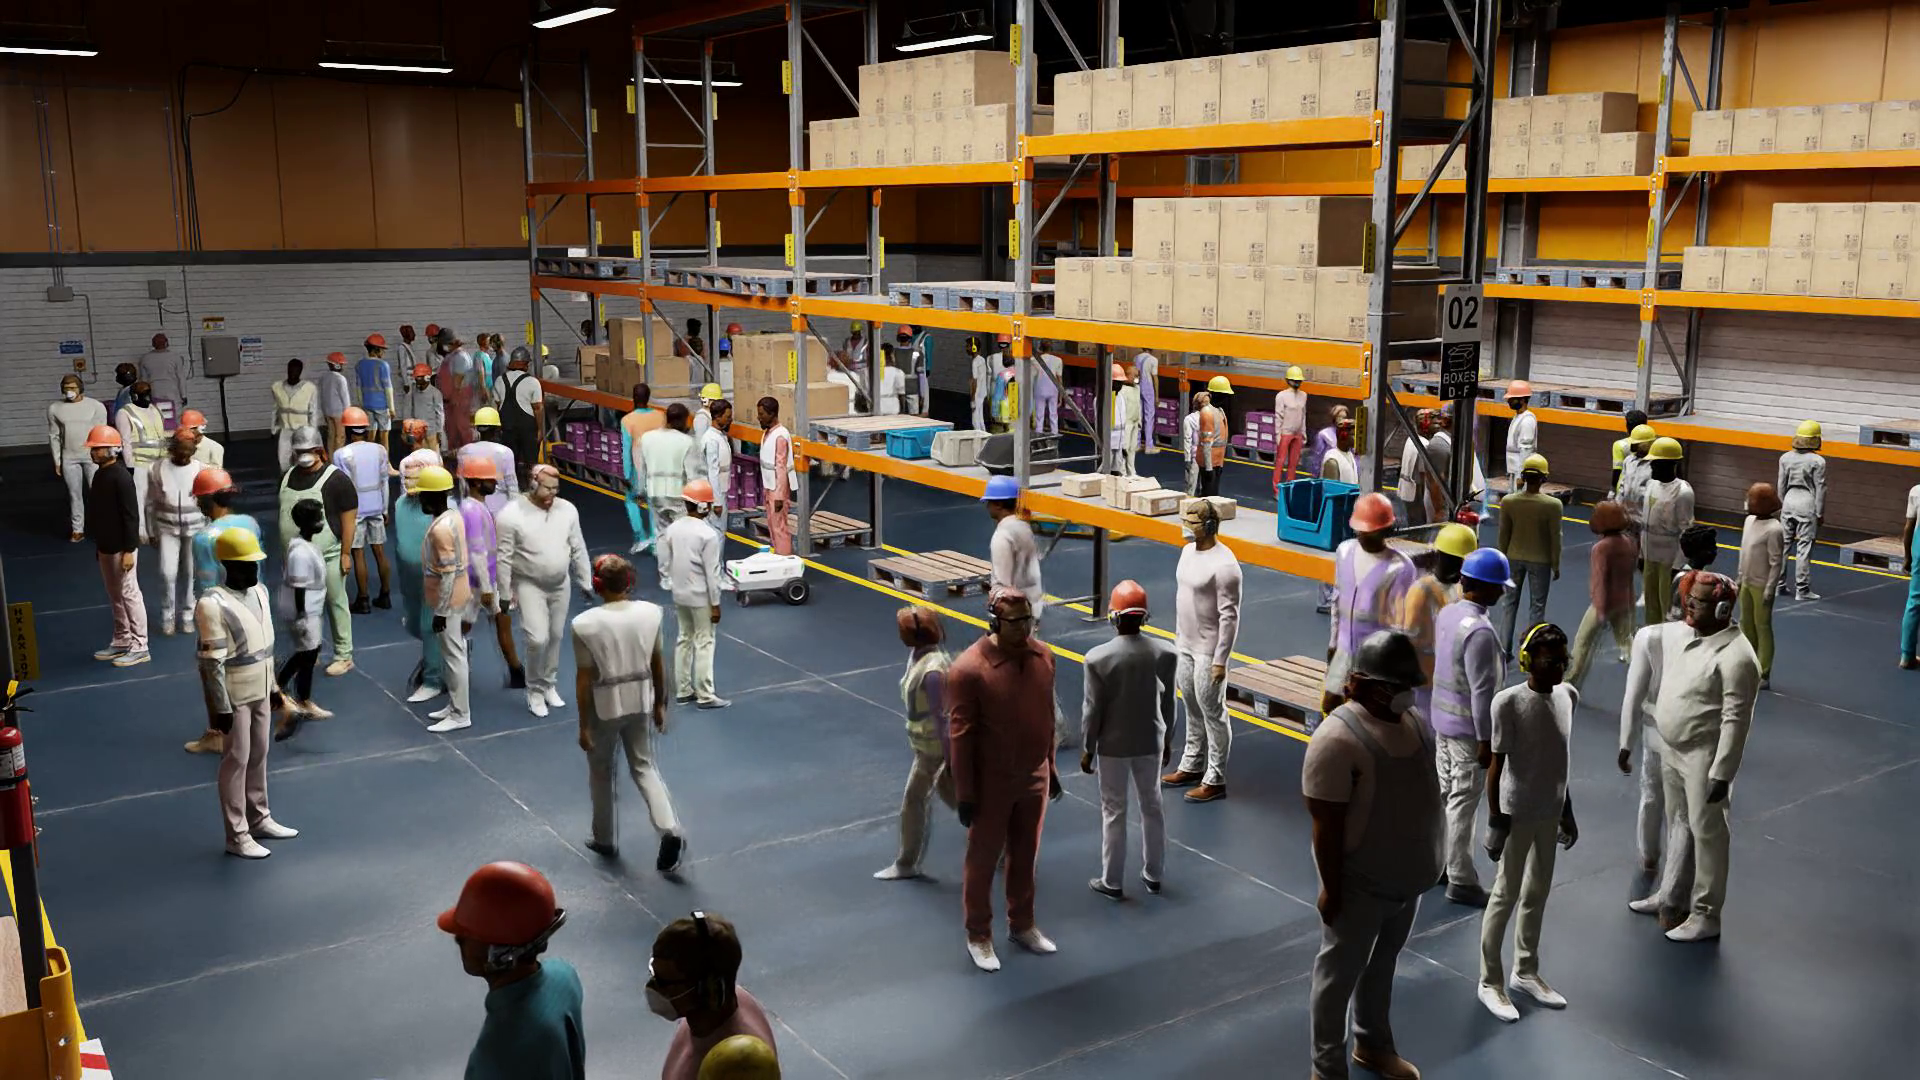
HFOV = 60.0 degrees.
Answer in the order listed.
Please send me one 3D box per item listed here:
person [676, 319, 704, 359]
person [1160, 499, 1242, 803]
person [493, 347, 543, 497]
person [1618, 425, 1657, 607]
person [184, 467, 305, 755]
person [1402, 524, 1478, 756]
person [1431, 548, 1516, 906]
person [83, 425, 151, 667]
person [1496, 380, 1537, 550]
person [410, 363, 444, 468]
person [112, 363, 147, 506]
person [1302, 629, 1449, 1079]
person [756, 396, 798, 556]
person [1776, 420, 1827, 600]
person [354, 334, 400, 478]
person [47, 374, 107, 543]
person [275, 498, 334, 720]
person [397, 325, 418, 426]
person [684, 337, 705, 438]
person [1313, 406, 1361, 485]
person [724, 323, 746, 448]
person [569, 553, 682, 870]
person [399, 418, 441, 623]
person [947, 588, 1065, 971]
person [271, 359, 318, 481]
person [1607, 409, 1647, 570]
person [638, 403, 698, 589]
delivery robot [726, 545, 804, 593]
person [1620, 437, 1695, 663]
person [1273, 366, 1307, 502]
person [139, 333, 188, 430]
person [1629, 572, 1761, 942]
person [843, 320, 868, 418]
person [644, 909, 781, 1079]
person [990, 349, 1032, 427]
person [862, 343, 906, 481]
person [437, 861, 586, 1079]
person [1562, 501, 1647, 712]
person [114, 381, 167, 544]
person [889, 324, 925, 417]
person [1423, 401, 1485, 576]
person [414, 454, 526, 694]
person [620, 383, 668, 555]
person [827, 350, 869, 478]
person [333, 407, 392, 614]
[{"bbox_3d":[-4.733,-2.905,29.043,0.695,1.915,0.677,6,13,28],"label":"person"},{"bbox_3d":[1.538,0.694,10.561,0.372,1.940,0.627,-4,12,-21],"label":"person"},{"bbox_3d":[-5.645,-1.496,21.506,0.683,2.000,0.536,4,12,18],"label":"person"},{"bbox_3d":[6.463,-0.234,15.835,0.327,1.734,0.492,-7,13,-31],"label":"person"},{"bbox_3d":[-4.988,0.496,11.375,0.718,2.018,0.624,2,11,12],"label":"person"},{"bbox_3d":[2.847,0.817,10.025,0.600,1.903,0.561,-10,15,-40],"label":"person"},{"bbox_3d":[2.756,0.997,9.011,0.401,1.938,0.602,-1,11,-3],"label":"person"},{"bbox_3d":[-6.989,0.041,13.752,0.622,1.996,0.370,9,14,39],"label":"person"},{"bbox_3d":[6.064,-0.773,18.105,0.389,1.928,0.546,1,11,7],"label":"person"},{"bbox_3d":[-7.113,-1.477,22.149,0.573,1.750,0.329,7,13,31],"label":"person"},{"bbox_3d":[-10.560,-1.341,21.226,0.429,1.842,0.635,-10,15,-42],"label":"person"},{"bbox_3d":[1.756,1.355,6.919,0.688,2.000,0.536,-10,15,-42],"label":"person"},{"bbox_3d":[-1.852,-0.493,16.733,0.415,1.907,0.593,-4,12,-20],"label":"person"},{"bbox_3d":[8.149,-0.291,16.104,0.294,1.744,0.487,-6,13,-29],"label":"person"},{"bbox_3d":[-8.254,-1.898,23.588,0.605,2.033,0.400,5,12,25],"label":"person"},{"bbox_3d":[-9.973,-0.922,18.874,0.623,1.932,0.367,-3,11,-14],"label":"person"},{"bbox_3d":[-4.865,0.513,12.170,0.522,1.673,0.551,-3,11,-13],"label":"person"},{"bbox_3d":[-9.198,-2.646,27.799,0.343,1.881,0.585,-1,11,-4],"label":"person"},{"bbox_3d":[-4.120,-2.238,25.833,0.342,1.839,0.503,6,12,27],"label":"person"},{"bbox_3d":[4.233,-0.683,18.487,0.519,1.593,0.870,-4,12,-21],"label":"person"},{"bbox_3d":[-3.582,-2.472,26.610,0.622,1.996,0.370,-8,14,-36],"label":"person"},{"bbox_3d":[-1.899,0.976,9.431,0.571,1.823,0.801,-9,14,-39],"label":"person"},{"bbox_3d":[-4.903,-0.168,15.113,0.356,1.884,0.574,2,11,9],"label":"person"},{"bbox_3d":[0.257,1.169,8.243,0.684,1.907,0.406,-8,14,-37],"label":"person"},{"bbox_3d":[-8.580,-1.384,21.347,0.677,1.872,0.657,0,11,-1],"label":"person"},{"bbox_3d":[7.007,-0.514,17.365,0.540,1.695,0.317,-3,11,-15],"label":"person"},{"bbox_3d":[-2.908,-0.399,16.312,0.774,1.885,0.655,2,11,12],"label":"person"},{"bbox_3d":[-1.865,0.296,15.909,0.707,0.478,0.477,-5,12,-23],"label":"delivery robot"},{"bbox_3d":[5.698,0.121,13.520,0.386,1.928,0.589,-2,11,-9],"label":"person"},{"bbox_3d":[4.304,-1.372,21.582,0.533,1.767,0.326,-7,13,-32],"label":"person"},{"bbox_3d":[-12.197,-2.217,25.539,0.639,1.910,0.407,-2,11,-12],"label":"person"},{"bbox_3d":[3.779,1.100,8.556,0.410,1.913,0.643,-1,11,-5],"label":"person"},{"bbox_3d":[-1.864,-3.058,30.077,0.597,1.824,0.403,4,12,20],"label":"person"},{"bbox_3d":[-0.629,1.895,4.448,0.373,1.932,0.626,-2,11,-11],"label":"person"},{"bbox_3d":[0.654,-1.811,23.695,0.651,1.815,0.724,-10,15,-43],"label":"person"},{"bbox_3d":[-1.072,-1.798,23.396,0.622,1.922,0.688,-1,11,-6],"label":"person"},{"bbox_3d":[-1.198,1.832,4.587,0.374,1.997,0.613,0,11,0],"label":"person"},{"bbox_3d":[4.885,0.493,12.511,0.503,1.580,0.889,-9,14,-37],"label":"person"},{"bbox_3d":[-9.231,-0.884,18.892,0.429,1.844,0.623,3,12,17],"label":"person"},{"bbox_3d":[-0.839,-2.281,25.525,0.615,2.038,0.396,1,11,6],"label":"person"},{"bbox_3d":[4.606,-0.318,15.478,0.536,2.000,0.672,8,14,37],"label":"person"},{"bbox_3d":[-3.783,0.277,12.862,0.994,1.897,0.561,-2,11,-11],"label":"person"},{"bbox_3d":[-3.450,-0.767,18.177,0.585,1.891,0.502,-8,14,-35],"label":"person"},{"bbox_3d":[-1.659,-1.793,23.666,0.814,1.790,0.602,-10,15,-41],"label":"person"},{"bbox_3d":[-5.597,-0.276,15.532,0.371,1.935,0.551,8,14,35],"label":"person"}]
